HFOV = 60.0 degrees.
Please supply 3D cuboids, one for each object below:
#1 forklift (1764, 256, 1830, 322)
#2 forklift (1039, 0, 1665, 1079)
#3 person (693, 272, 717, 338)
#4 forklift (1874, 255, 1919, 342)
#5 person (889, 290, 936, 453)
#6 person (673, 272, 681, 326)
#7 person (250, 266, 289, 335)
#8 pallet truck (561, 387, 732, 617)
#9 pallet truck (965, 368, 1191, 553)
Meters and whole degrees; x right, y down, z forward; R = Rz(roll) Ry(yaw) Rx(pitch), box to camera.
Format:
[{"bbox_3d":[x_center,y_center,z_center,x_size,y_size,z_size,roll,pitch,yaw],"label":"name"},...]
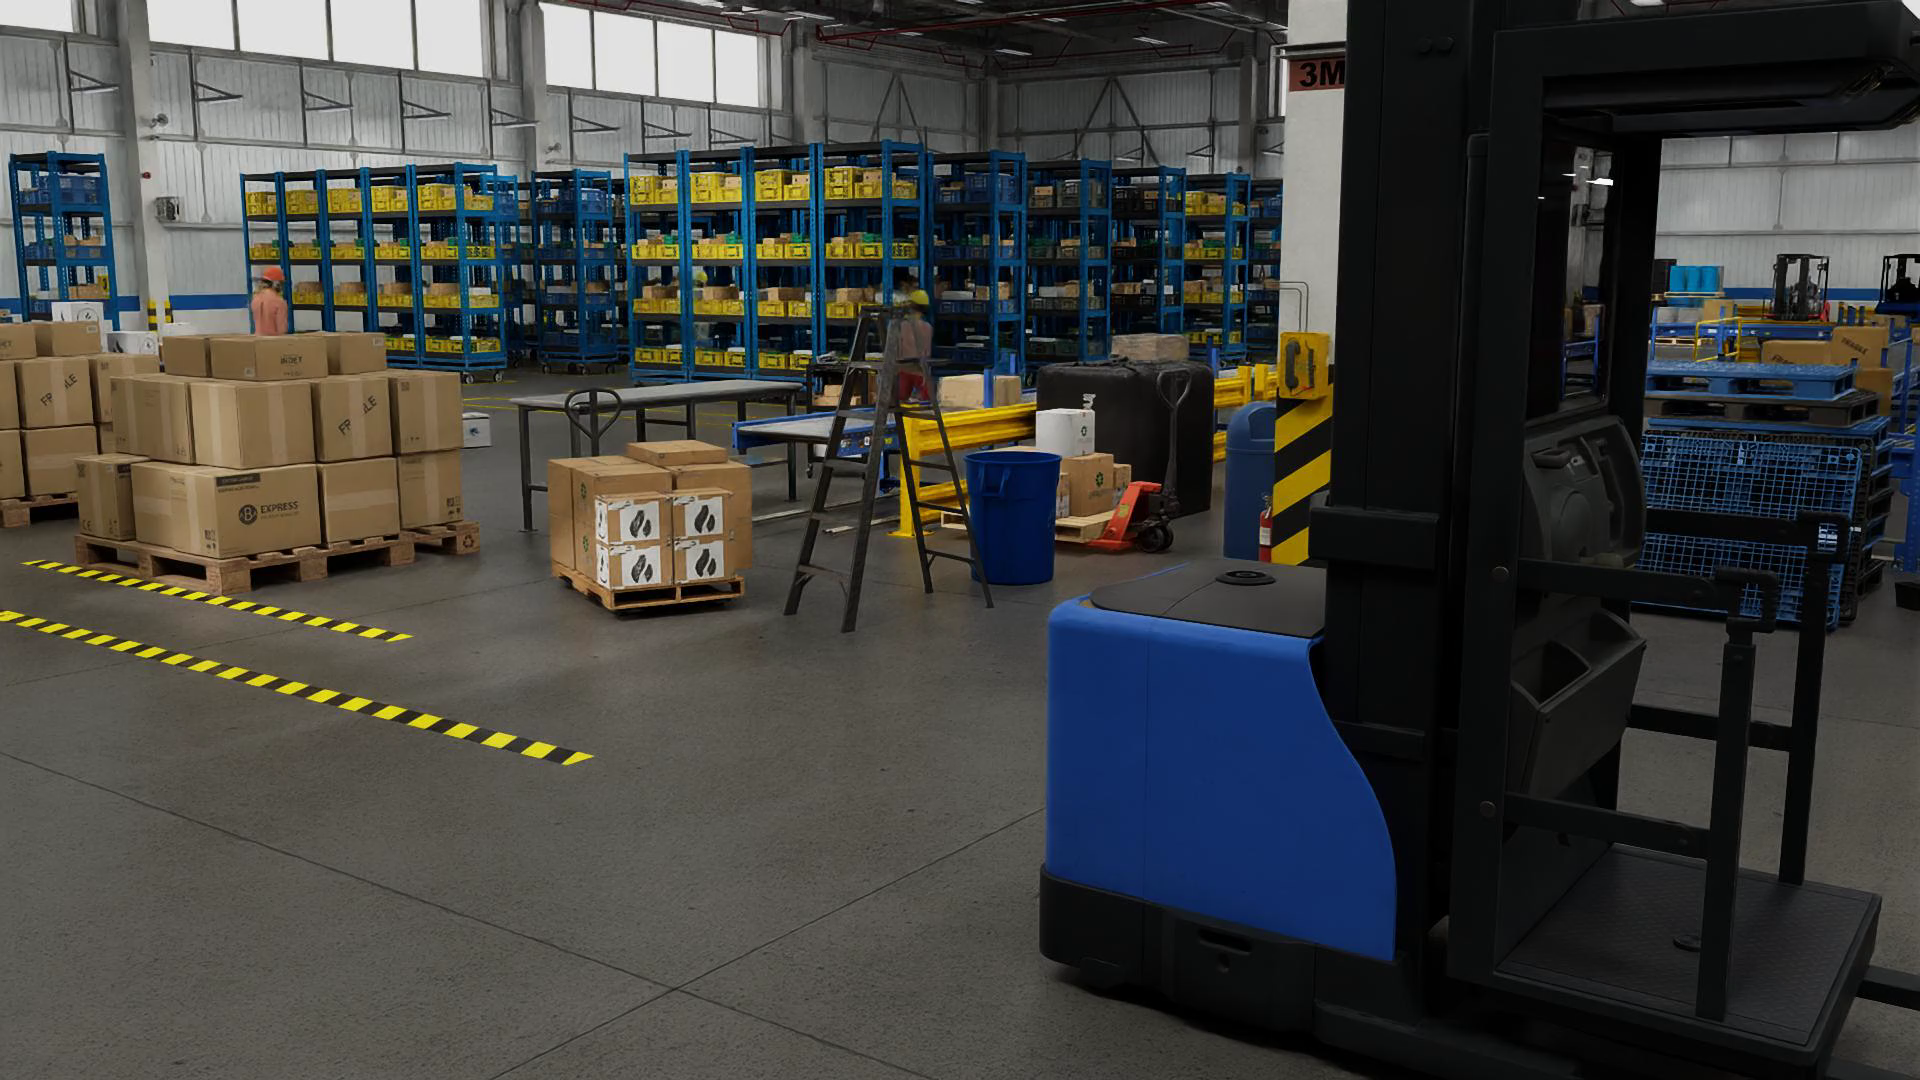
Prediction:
[{"bbox_3d":[20.253,-5.854,40.139,1.157,1.987,2.680,7,12,35],"label":"forklift"},{"bbox_3d":[1.249,-0.137,4.360,1.873,2.768,1.129,7,12,35],"label":"forklift"},{"bbox_3d":[-4.756,-4.056,30.890,0.610,1.812,0.666,6,11,33],"label":"person"},{"bbox_3d":[22.089,-5.634,38.796,1.157,1.987,2.680,6,11,33],"label":"forklift"},{"bbox_3d":[-0.482,-1.770,17.529,0.536,1.722,0.898,9,13,44],"label":"person"},{"bbox_3d":[-5.512,-4.499,33.488,0.715,1.821,0.581,4,10,22],"label":"person"},{"bbox_3d":[-8.219,-2.316,20.111,0.615,1.946,0.995,4,10,23],"label":"person"},{"bbox_3d":[-1.981,-0.274,10.088,0.680,1.201,1.601,-5,11,-28],"label":"pallet truck"},{"bbox_3d":[0.845,-0.609,11.869,1.630,1.274,0.653,7,12,35],"label":"pallet truck"}]
